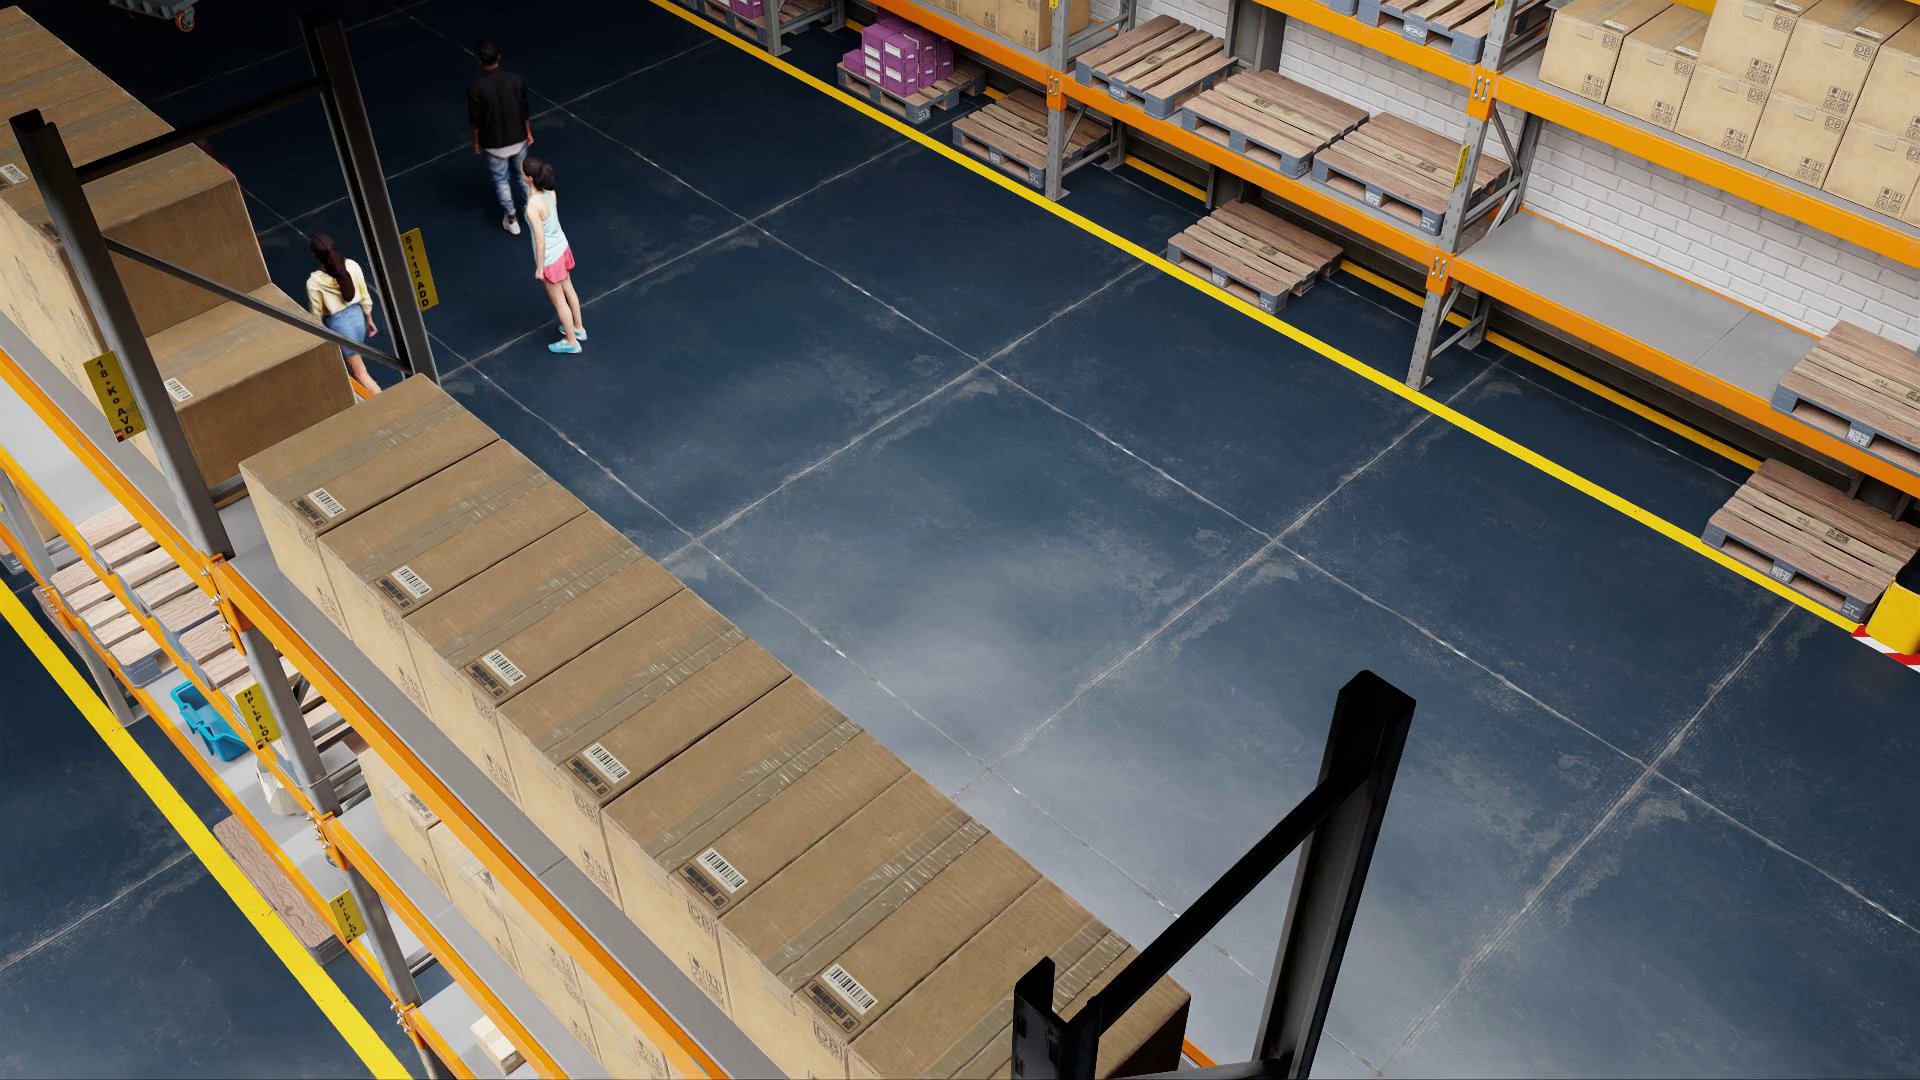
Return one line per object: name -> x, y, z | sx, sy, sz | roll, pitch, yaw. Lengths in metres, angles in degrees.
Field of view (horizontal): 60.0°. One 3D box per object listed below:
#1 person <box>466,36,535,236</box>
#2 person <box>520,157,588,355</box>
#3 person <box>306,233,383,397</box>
person -> -4.011, -3.523, 14.591 | 0.750, 1.807, 0.698 | -25, 49, -24
person -> -3.277, -2.277, 13.315 | 0.715, 1.764, 0.686 | 8, 44, 8
person -> -4.650, -1.581, 12.701 | 1.128, 1.604, 0.743 | 26, 50, 25
